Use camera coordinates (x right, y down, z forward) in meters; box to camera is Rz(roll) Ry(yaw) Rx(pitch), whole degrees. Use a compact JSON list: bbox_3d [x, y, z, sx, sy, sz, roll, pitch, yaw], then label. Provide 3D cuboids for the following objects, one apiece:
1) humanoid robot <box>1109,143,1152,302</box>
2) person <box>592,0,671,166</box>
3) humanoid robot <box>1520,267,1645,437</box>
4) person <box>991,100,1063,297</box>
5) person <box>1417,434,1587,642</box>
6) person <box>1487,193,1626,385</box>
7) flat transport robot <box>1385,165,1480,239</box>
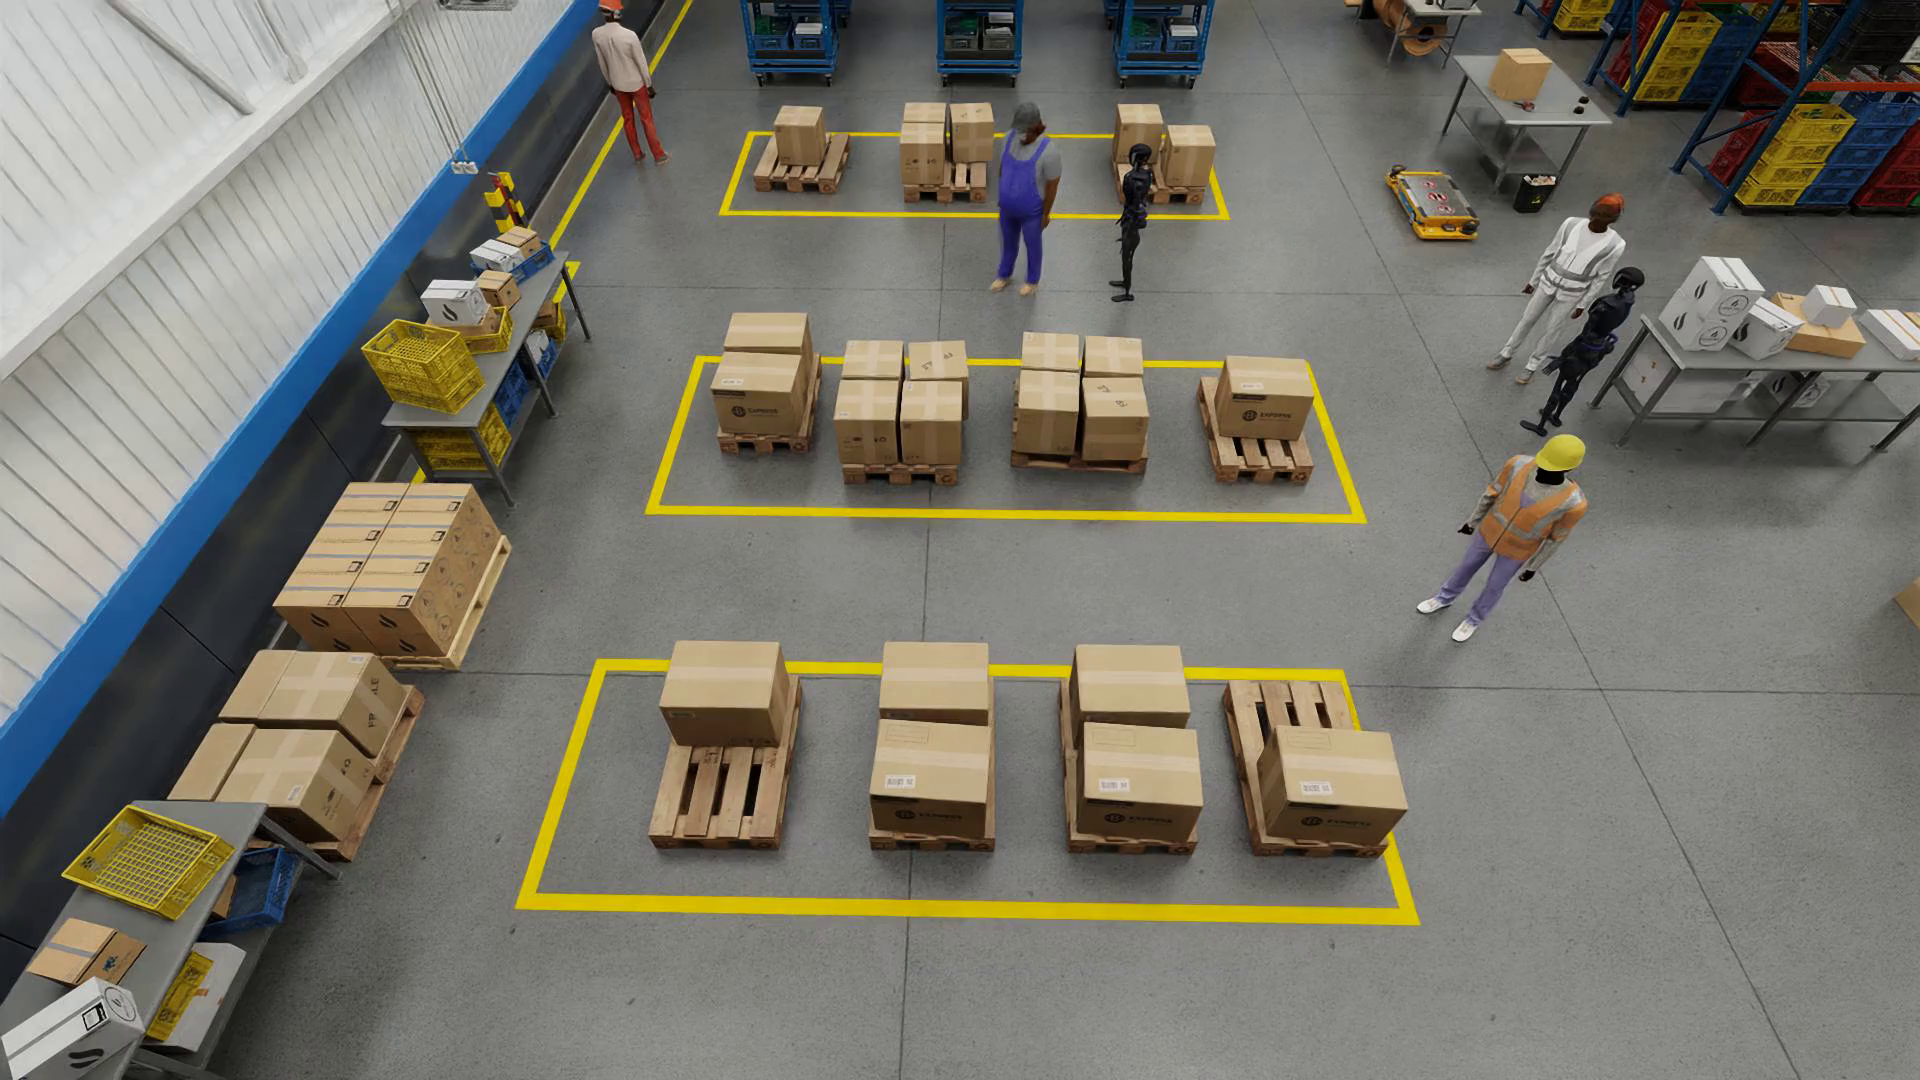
[{"bbox_3d":[1.741,-3.240,9.397,0.311,1.657,0.616,2,49,2],"label":"humanoid robot"},{"bbox_3d":[-4.051,-5.612,11.257,0.608,1.984,0.392,9,50,8],"label":"person"},{"bbox_3d":[5.449,-1.647,8.019,0.584,1.657,0.327,-25,53,-20],"label":"humanoid robot"},{"bbox_3d":[0.631,-3.442,9.342,0.689,2.000,0.537,30,55,23],"label":"person"},{"bbox_3d":[3.834,-0.004,6.439,0.363,1.926,0.593,-26,54,-20],"label":"person"},{"bbox_3d":[5.530,-2.298,8.455,0.356,1.882,0.573,-31,56,-24],"label":"person"},{"bbox_3d":[5.692,-4.094,11.059,0.652,0.197,1.431,1,49,1],"label":"flat transport robot"}]
